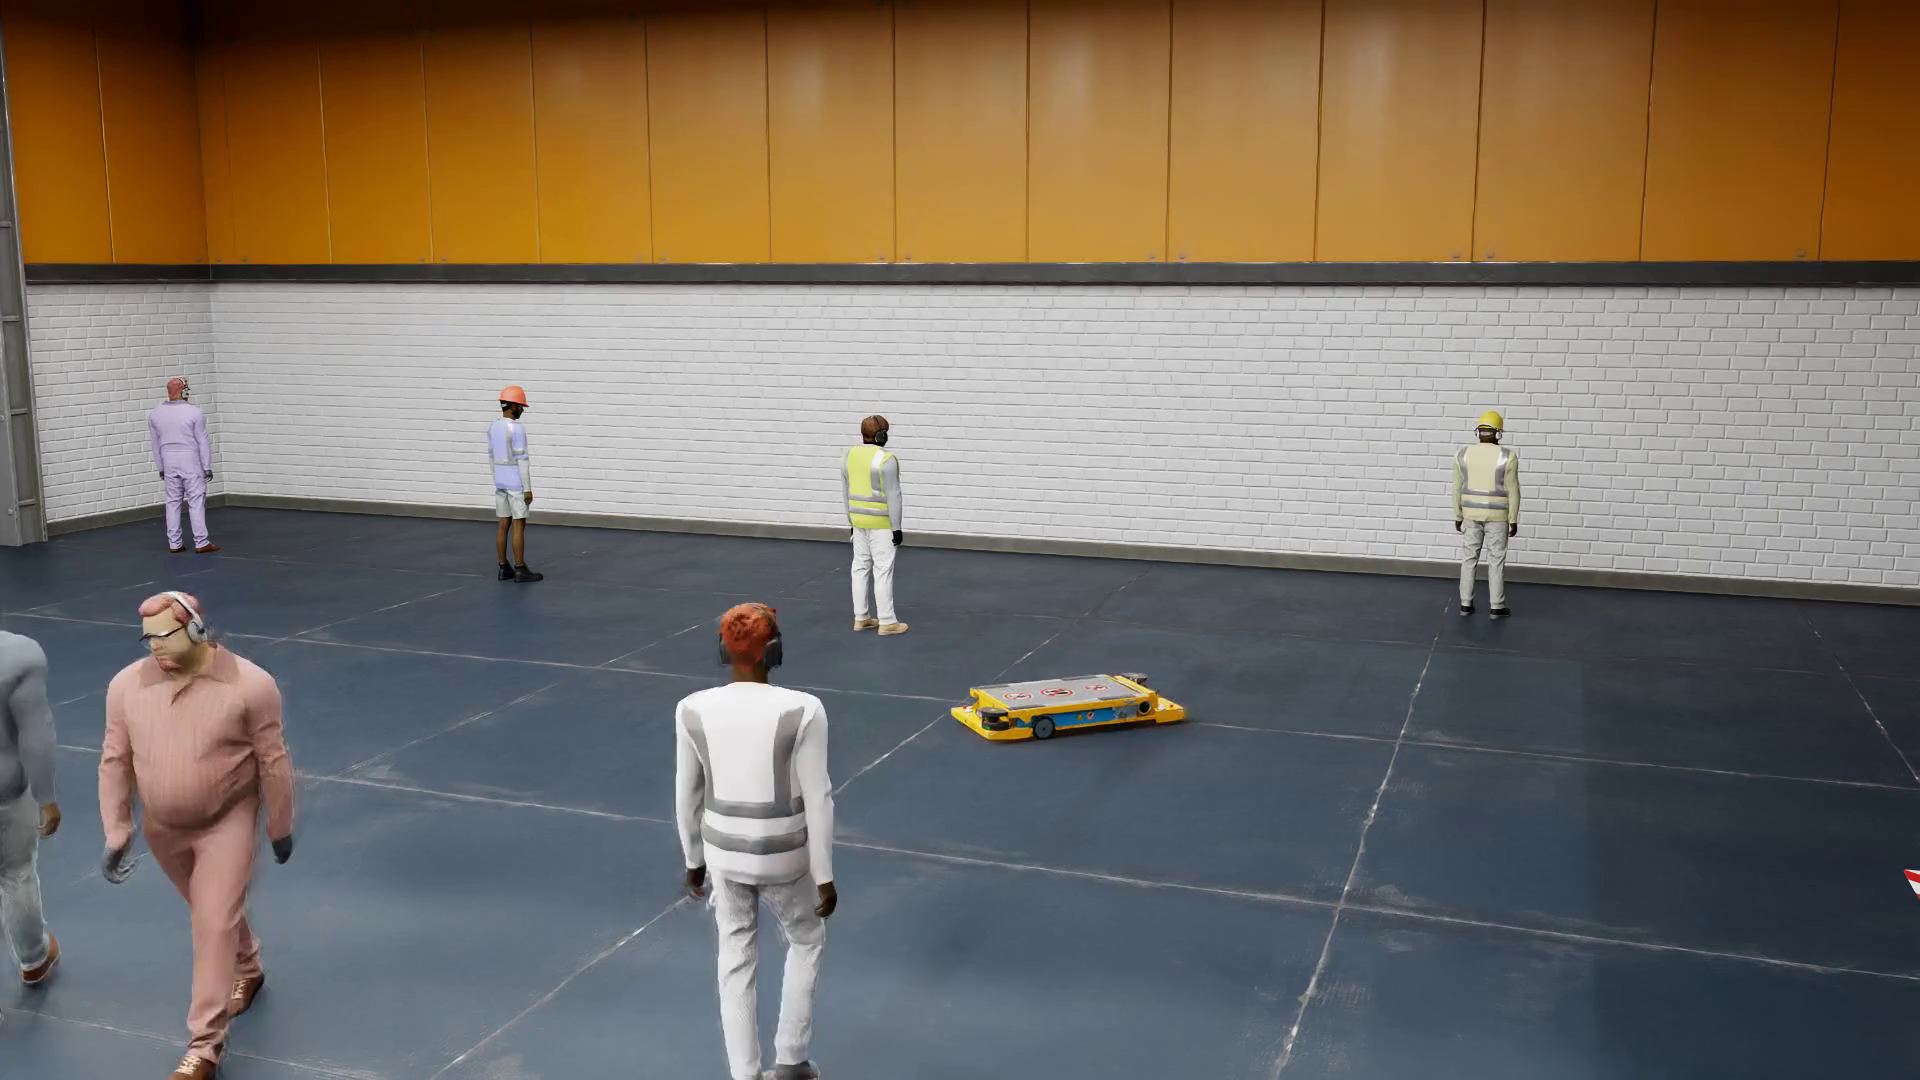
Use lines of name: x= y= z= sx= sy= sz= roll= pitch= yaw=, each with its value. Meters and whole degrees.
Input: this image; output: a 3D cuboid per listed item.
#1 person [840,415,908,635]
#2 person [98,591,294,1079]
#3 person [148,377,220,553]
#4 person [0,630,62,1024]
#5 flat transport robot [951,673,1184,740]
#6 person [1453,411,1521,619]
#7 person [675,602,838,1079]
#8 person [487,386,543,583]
person: x=-0.705 y=-0.129 z=13.984 sx=0.620 sy=1.845 sz=0.429 roll=8 pitch=12 yaw=41
person: x=-2.937 y=1.094 z=6.441 sx=0.638 sy=1.842 sz=1.072 roll=0 pitch=9 yaw=0
person: x=-8.367 y=-0.801 z=17.954 sx=0.643 sy=1.909 sz=0.410 roll=1 pitch=9 yaw=6
person: x=-3.986 y=1.002 z=6.756 sx=0.655 sy=1.906 sz=0.900 roll=-3 pitch=10 yaw=-19
flat transport robot: x=0.721 y=1.106 z=11.180 sx=1.431 sy=0.197 sz=0.652 roll=-4 pitch=10 yaw=-22
person: x=4.627 y=-0.221 z=14.609 sx=0.586 sy=1.825 sz=0.403 roll=6 pitch=11 yaw=35
person: x=-0.713 y=1.141 z=6.018 sx=0.621 sy=1.866 sz=0.544 roll=2 pitch=9 yaw=12
person: x=-4.369 y=-0.545 z=16.301 sx=0.543 sy=1.928 sz=0.373 roll=7 pitch=12 yaw=39
